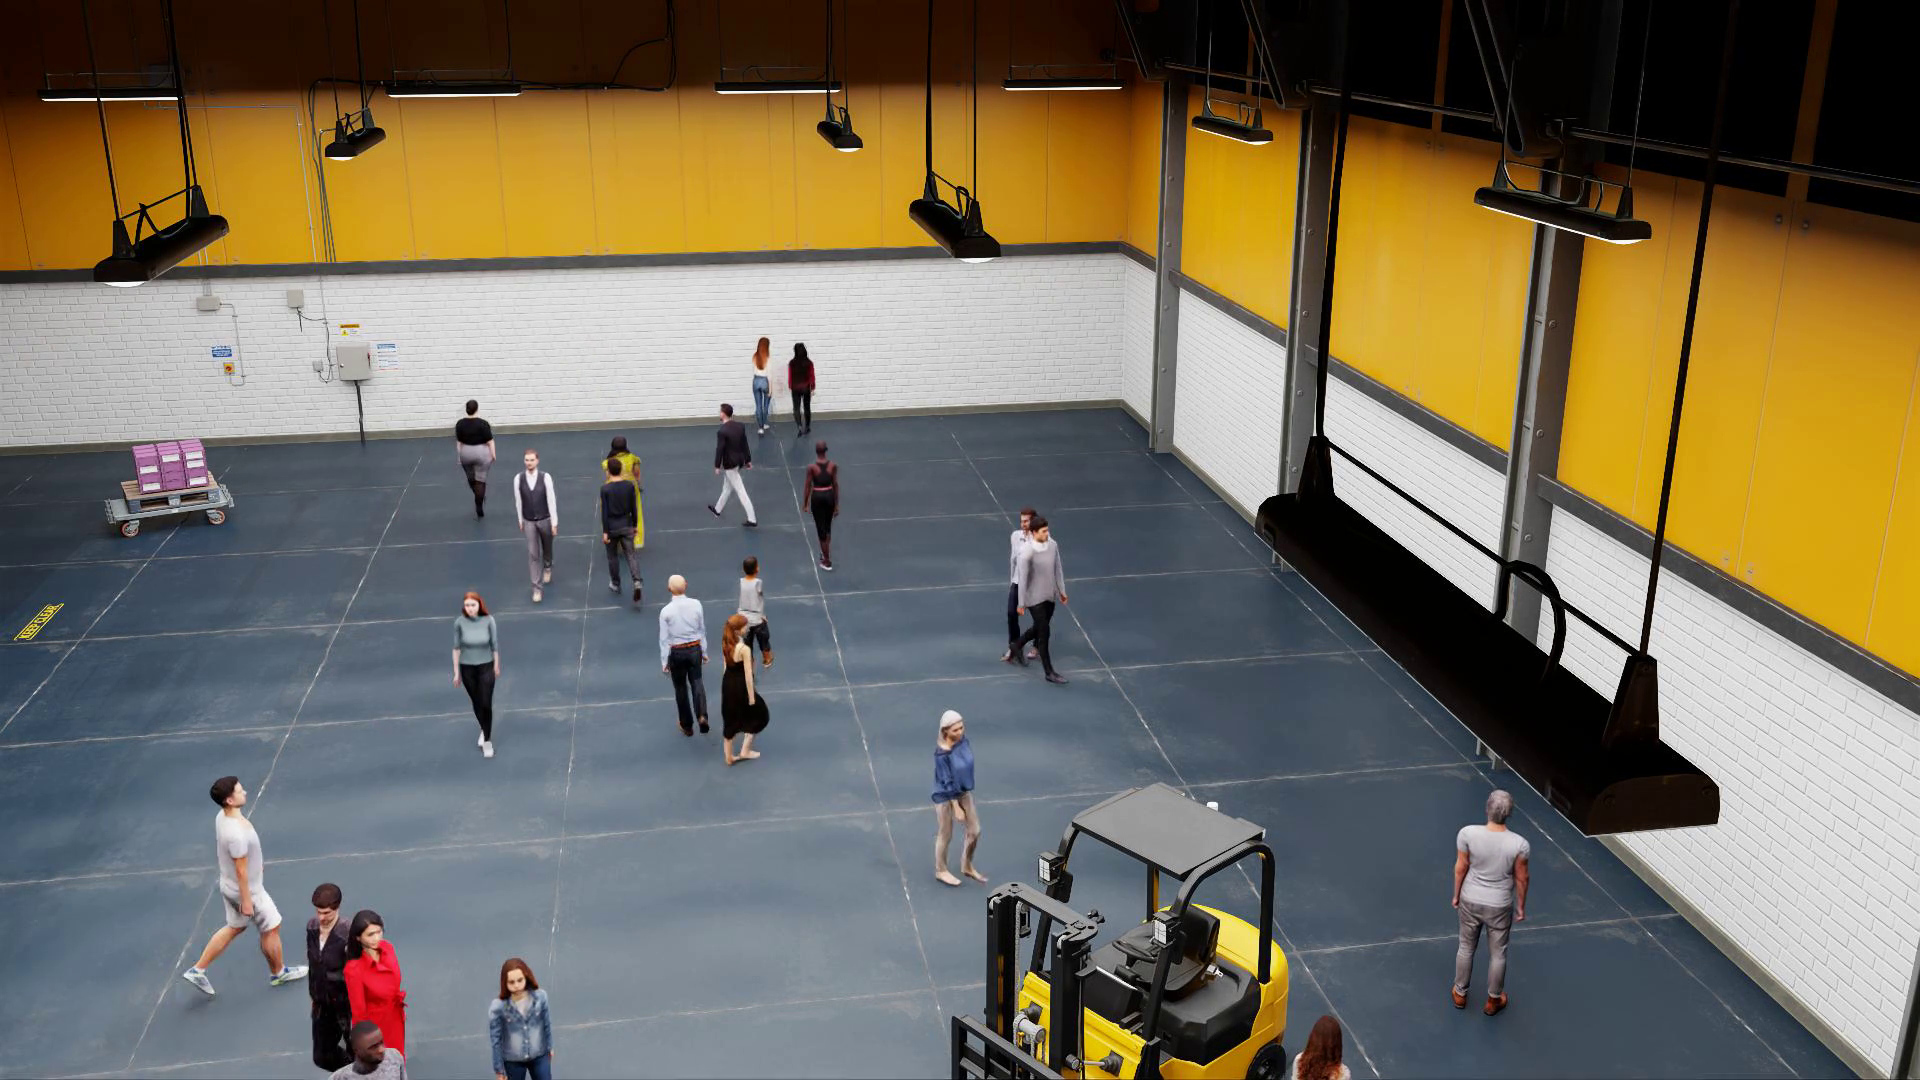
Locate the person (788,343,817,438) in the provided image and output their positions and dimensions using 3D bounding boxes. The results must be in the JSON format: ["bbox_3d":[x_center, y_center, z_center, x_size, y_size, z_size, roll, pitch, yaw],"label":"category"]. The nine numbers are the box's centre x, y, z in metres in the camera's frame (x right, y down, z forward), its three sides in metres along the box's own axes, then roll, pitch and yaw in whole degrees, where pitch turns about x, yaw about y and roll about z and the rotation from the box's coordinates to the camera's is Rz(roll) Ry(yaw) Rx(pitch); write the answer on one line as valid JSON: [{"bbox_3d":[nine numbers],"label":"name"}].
[{"bbox_3d":[-2.752,-2.571,28.638,0.619,1.642,0.757,0,19,0],"label":"person"}]

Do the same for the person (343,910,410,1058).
[{"bbox_3d":[-3.900,3.264,11.145,0.787,1.748,0.698,6,19,17],"label":"person"}]

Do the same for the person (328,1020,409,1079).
[{"bbox_3d":[-3.537,3.637,9.944,1.192,1.807,1.143,12,22,31],"label":"person"}]

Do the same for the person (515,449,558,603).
[{"bbox_3d":[-5.407,-0.258,21.365,0.684,1.901,1.255,-3,19,-8],"label":"person"}]

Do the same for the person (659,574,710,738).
[{"bbox_3d":[-2.804,1.230,17.133,0.814,1.781,0.935,-10,21,-27],"label":"person"}]

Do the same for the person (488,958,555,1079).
[{"bbox_3d":[-2.941,3.423,11.144,0.752,1.447,1.019,-10,21,-26],"label":"person"}]

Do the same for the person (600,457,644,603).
[{"bbox_3d":[-4.265,-0.100,20.988,0.919,1.841,1.255,-10,21,-28],"label":"person"}]

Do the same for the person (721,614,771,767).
[{"bbox_3d":[-2.261,1.524,16.534,0.791,1.606,0.879,15,24,38],"label":"person"}]

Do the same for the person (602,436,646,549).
[{"bbox_3d":[-4.593,-0.579,22.781,0.739,1.605,1.212,-4,19,-11],"label":"person"}]

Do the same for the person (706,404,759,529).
[{"bbox_3d":[-3.171,-1.012,23.792,1.288,1.780,1.236,13,22,33],"label":"person"}]

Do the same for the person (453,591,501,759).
[{"bbox_3d":[-4.917,1.314,16.982,0.602,1.718,0.838,-2,19,-6],"label":"person"}]

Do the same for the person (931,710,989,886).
[{"bbox_3d":[-0.143,2.223,14.342,0.853,1.680,0.793,12,22,32],"label":"person"}]

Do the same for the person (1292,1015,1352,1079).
[{"bbox_3d":[2.211,3.678,10.343,0.781,1.475,0.852,11,22,30],"label":"person"}]

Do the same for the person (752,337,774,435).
[{"bbox_3d":[-3.422,-2.646,28.777,0.755,1.694,0.936,2,19,7],"label":"person"}]

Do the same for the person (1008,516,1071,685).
[{"bbox_3d":[0.839,0.625,18.722,1.334,1.914,1.204,16,24,39],"label":"person"}]

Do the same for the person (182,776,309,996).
[{"bbox_3d":[-5.600,2.677,12.749,1.076,1.836,1.183,-14,23,-35],"label":"person"}]

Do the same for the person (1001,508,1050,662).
[{"bbox_3d":[0.854,0.486,19.261,0.898,1.833,0.965,10,21,26],"label":"person"}]

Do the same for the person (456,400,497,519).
[{"bbox_3d":[-7.099,-1.146,24.278,0.835,1.723,1.104,1,19,3],"label":"person"}]

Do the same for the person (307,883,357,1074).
[{"bbox_3d":[-4.181,3.121,11.447,0.829,1.827,0.853,8,20,22],"label":"person"}]

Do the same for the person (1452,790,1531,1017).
[{"bbox_3d":[3.992,2.733,12.586,0.771,1.835,0.777,8,20,23],"label":"person"}]

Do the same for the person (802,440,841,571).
[{"bbox_3d":[-1.804,-0.447,22.179,0.731,1.739,0.970,-8,20,-23],"label":"person"}]

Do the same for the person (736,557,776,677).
[{"bbox_3d":[-2.374,0.861,18.771,0.779,1.434,0.993,3,19,8],"label":"person"}]
